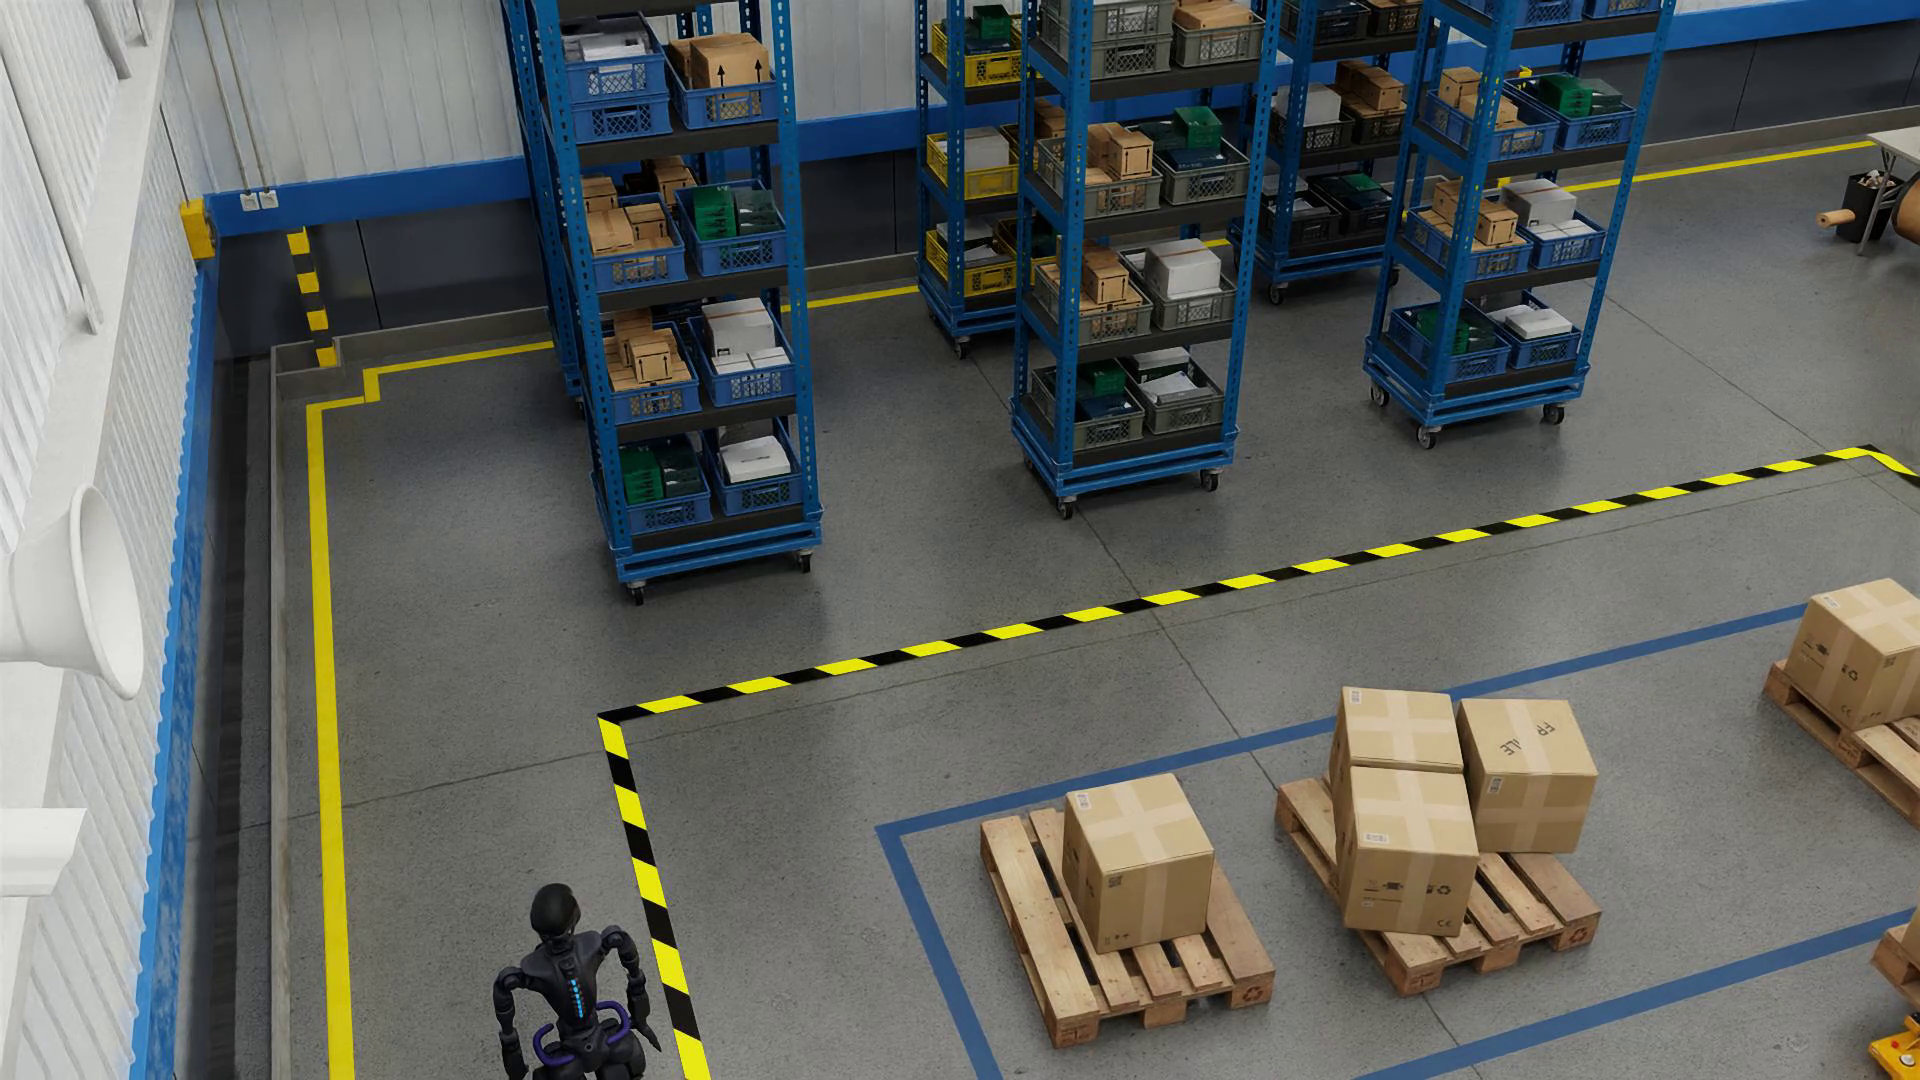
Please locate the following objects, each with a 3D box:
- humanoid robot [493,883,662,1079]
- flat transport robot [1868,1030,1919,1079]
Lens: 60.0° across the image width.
[{"bbox_3d":[-1.397,1.898,6.132,0.599,1.654,0.315,-18,39,-24],"label":"humanoid robot"},{"bbox_3d":[4.646,2.159,6.970,1.431,0.197,0.652,-10,37,-14],"label":"flat transport robot"}]
